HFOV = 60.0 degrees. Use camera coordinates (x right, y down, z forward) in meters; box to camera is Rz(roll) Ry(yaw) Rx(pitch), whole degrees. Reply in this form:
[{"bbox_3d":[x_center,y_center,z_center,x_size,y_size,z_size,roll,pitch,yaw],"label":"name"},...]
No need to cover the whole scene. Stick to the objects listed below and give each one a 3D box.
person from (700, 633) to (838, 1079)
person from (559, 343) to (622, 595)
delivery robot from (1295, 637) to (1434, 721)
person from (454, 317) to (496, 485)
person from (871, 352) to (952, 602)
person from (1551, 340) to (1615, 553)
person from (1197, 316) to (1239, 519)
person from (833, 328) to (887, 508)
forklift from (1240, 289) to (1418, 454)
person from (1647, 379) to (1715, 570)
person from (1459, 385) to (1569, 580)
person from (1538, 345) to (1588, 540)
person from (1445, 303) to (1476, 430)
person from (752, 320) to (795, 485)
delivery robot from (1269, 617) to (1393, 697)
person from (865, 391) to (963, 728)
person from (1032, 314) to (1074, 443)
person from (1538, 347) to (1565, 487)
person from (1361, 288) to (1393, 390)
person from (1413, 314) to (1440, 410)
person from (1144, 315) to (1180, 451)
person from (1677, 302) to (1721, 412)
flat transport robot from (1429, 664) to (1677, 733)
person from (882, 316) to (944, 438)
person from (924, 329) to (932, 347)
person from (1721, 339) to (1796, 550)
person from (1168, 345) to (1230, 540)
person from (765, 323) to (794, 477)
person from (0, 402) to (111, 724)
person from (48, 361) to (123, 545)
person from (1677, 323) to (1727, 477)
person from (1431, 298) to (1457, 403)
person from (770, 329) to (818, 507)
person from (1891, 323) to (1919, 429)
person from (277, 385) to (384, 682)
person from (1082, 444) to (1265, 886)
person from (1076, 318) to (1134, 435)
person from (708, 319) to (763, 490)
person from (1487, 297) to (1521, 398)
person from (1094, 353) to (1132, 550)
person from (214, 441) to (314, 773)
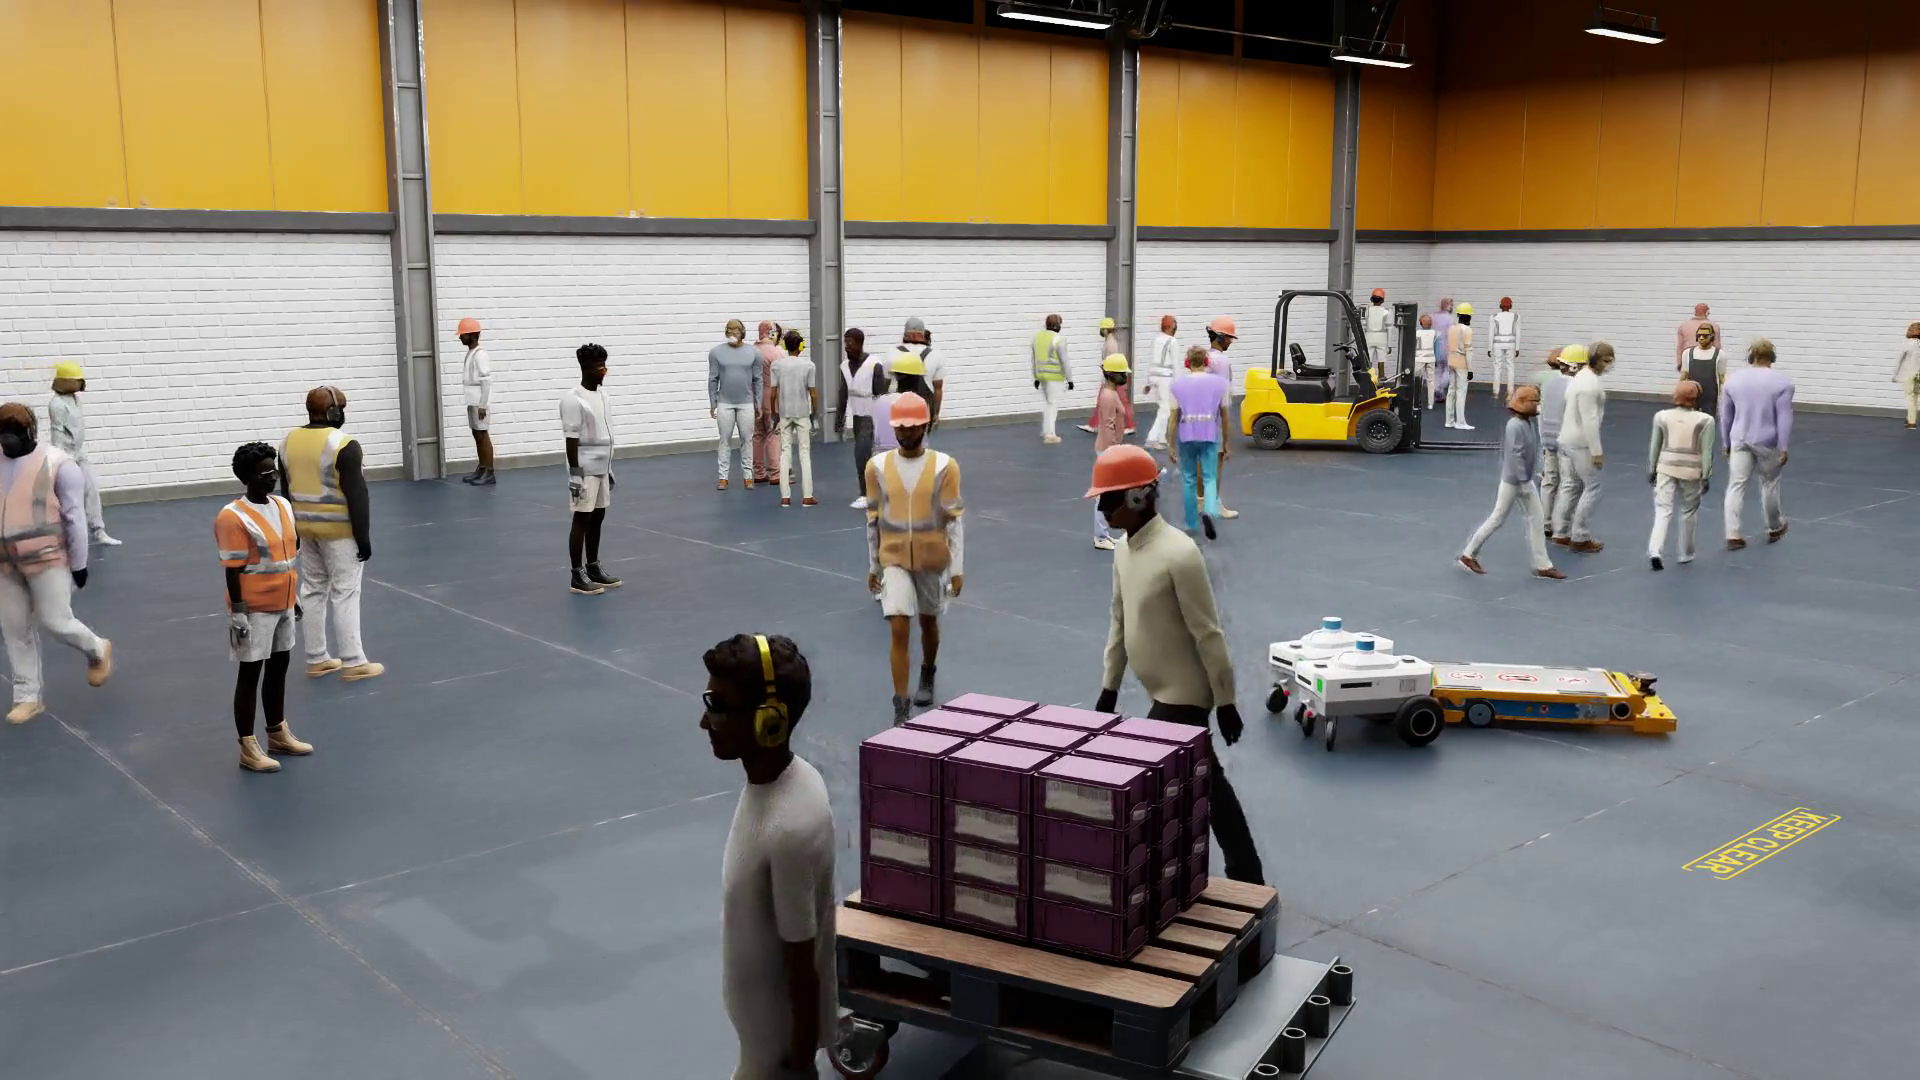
[{"bbox_3d":[-0.359,1.093,3.720,0.871,1.839,0.519,-1,10,-7],"label":"person"},{"bbox_3d":[-2.896,-0.566,13.074,0.365,1.962,0.614,3,10,15],"label":"person"},{"bbox_3d":[2.203,0.774,9.079,0.707,0.478,0.477,-2,10,-12],"label":"delivery robot"},{"bbox_3d":[-5.601,-1.594,19.185,0.378,1.932,0.551,-6,11,-30],"label":"person"},{"bbox_3d":[-0.372,-0.489,12.806,0.597,1.906,0.745,7,12,36],"label":"person"},{"bbox_3d":[5.543,-0.817,14.746,0.461,1.903,0.642,3,10,15],"label":"person"},{"bbox_3d":[2.593,-1.228,16.753,0.387,2.034,0.605,-3,10,-18],"label":"person"},{"bbox_3d":[-1.042,-1.264,17.386,0.681,1.888,0.647,-9,13,-42],"label":"person"},{"bbox_3d":[5.034,-2.339,22.783,2.313,2.155,1.214,3,10,16],"label":"forklift"},{"bbox_3d":[6.070,-0.556,14.062,0.523,1.606,0.808,7,12,35],"label":"person"},{"bbox_3d":[4.551,-0.479,13.657,0.853,1.592,0.500,8,12,38],"label":"person"},{"bbox_3d":[5.579,-0.880,15.306,0.403,1.828,0.594,-3,10,-19],"label":"person"},{"bbox_3d":[7.638,-2.646,25.364,0.371,1.927,0.588,-3,10,-19],"label":"person"},{"bbox_3d":[-2.198,-1.589,19.238,0.411,1.908,0.643,-10,14,-44],"label":"person"},{"bbox_3d":[2.137,0.688,9.580,0.707,0.478,0.477,-5,11,-26],"label":"delivery robot"},{"bbox_3d":[-0.257,0.094,9.438,0.556,1.895,0.972,0,10,3],"label":"person"},{"bbox_3d":[1.351,-2.281,23.516,0.550,1.826,0.642,-7,12,-36],"label":"person"},{"bbox_3d":[6.731,-1.376,18.816,0.342,1.616,0.511,-5,11,-26],"label":"person"},{"bbox_3d":[7.745,-3.661,30.966,0.613,2.043,0.374,4,10,20],"label":"person"},{"bbox_3d":[7.965,-3.044,28.522,0.514,1.645,0.307,-1,10,-6],"label":"person"},{"bbox_3d":[2.719,-2.145,22.685,0.555,1.846,0.584,-4,10,-21],"label":"person"},{"bbox_3d":[11.753,-2.822,26.463,0.651,1.904,0.403,8,13,39],"label":"person"},{"bbox_3d":[3.278,0.886,9.528,1.431,0.197,0.652,2,10,11],"label":"flat transport robot"},{"bbox_3d":[-0.516,-1.485,18.231,0.683,2.000,1.010,-2,10,-11],"label":"person"},{"bbox_3d":[-0.494,-1.934,21.924,0.440,1.680,0.540,-1,10,-8],"label":"person"},{"bbox_3d":[7.255,-0.875,15.113,0.633,1.882,1.024,9,13,42],"label":"person"},{"bbox_3d":[2.229,-0.902,15.466,0.597,1.820,0.693,0,10,-1],"label":"person"},{"bbox_3d":[-2.238,-1.668,19.887,0.632,1.837,0.521,5,11,29],"label":"person"},{"bbox_3d":[-5.290,0.102,9.573,0.630,1.828,0.659,1,10,4],"label":"person"},{"bbox_3d":[-8.151,-0.769,15.041,0.876,1.703,0.491,0,10,-1],"label":"person"},{"bbox_3d":[8.850,-1.669,19.880,0.513,1.845,0.335,6,12,33],"label":"person"},{"bbox_3d":[8.691,-3.384,29.769,0.431,1.891,0.674,-4,10,-20],"label":"person"},{"bbox_3d":[-1.749,-1.281,17.543,0.516,1.871,0.325,1,10,7],"label":"person"},{"bbox_3d":[14.610,-2.525,25.570,0.519,1.603,0.721,1,10,4],"label":"person"},{"bbox_3d":[-3.912,-0.041,10.369,0.634,1.839,0.429,4,11,25],"label":"person"},{"bbox_3d":[0.769,0.585,6.493,1.062,1.906,0.628,-2,10,-11],"label":"person"},{"bbox_3d":[2.170,-2.397,24.460,0.885,1.722,0.548,0,10,-3],"label":"person"},{"bbox_3d":[-2.531,-1.530,18.811,0.627,1.934,0.370,-1,10,-7],"label":"person"},{"bbox_3d":[10.086,-3.559,30.841,0.575,1.882,0.362,2,10,12],"label":"person"},{"bbox_3d":[1.379,-0.796,15.007,0.328,1.767,0.532,1,10,6],"label":"person"},{"bbox_3d":[-3.587,0.335,8.585,0.316,1.695,0.542,2,10,13],"label":"person"}]
